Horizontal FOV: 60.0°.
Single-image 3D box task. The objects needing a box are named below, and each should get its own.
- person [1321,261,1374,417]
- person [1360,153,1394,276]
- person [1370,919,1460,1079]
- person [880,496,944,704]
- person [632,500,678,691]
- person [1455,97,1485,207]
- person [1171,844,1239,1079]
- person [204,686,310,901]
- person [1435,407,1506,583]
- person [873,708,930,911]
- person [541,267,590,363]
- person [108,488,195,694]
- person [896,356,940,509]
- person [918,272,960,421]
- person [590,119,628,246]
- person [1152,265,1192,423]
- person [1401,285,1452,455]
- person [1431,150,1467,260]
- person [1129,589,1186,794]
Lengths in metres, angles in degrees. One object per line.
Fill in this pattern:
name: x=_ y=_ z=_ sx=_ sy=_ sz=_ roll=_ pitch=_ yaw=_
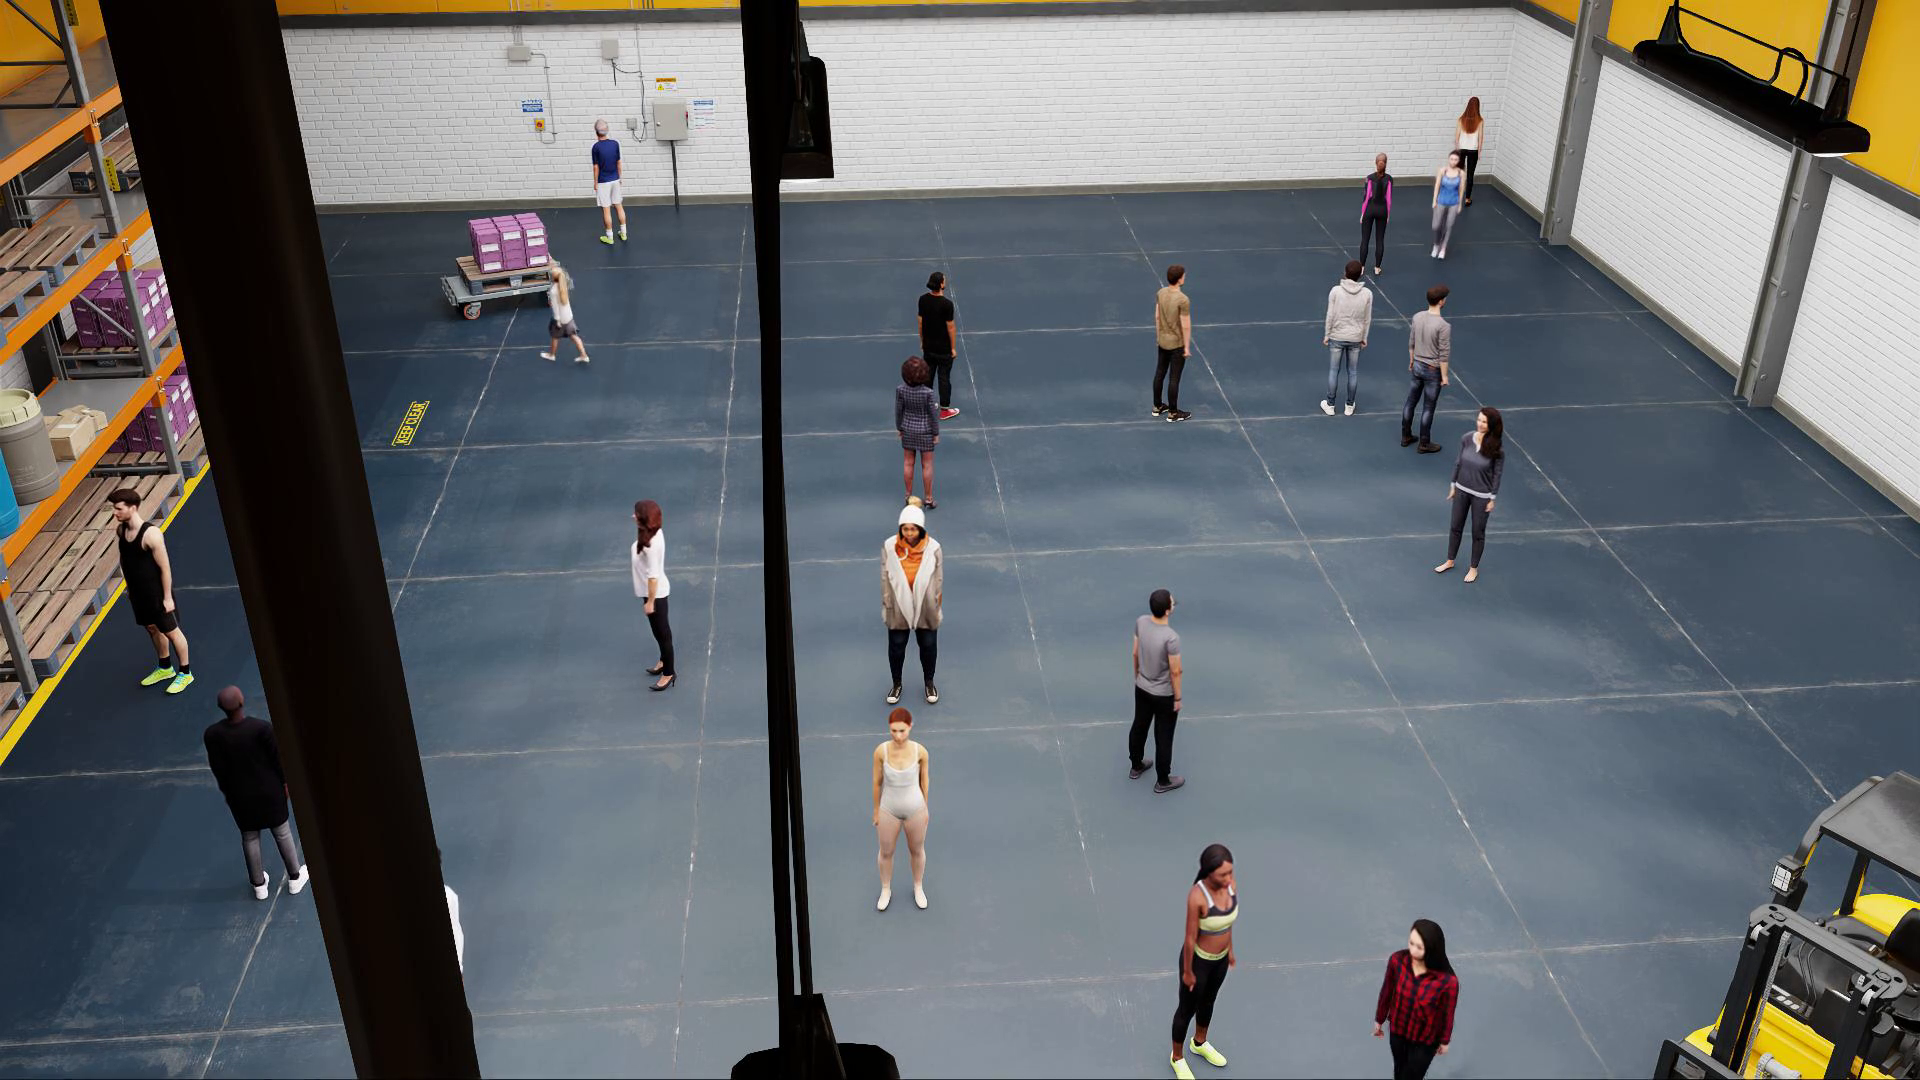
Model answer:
person: x=4.472 y=-2.342 z=19.267 sx=0.690 sy=1.853 sz=0.598 roll=1 pitch=29 yaw=1
person: x=5.880 y=-4.621 z=23.551 sx=0.584 sy=1.752 sz=0.602 roll=2 pitch=29 yaw=3
person: x=2.752 y=2.869 z=9.932 sx=0.701 sy=1.645 sz=0.763 roll=23 pitch=36 yaw=35
person: x=-0.399 y=0.504 z=14.011 sx=0.684 sy=1.890 sz=0.656 roll=-1 pitch=29 yaw=-2
person: x=-2.594 y=0.455 z=14.199 sx=0.687 sy=1.795 sz=0.489 roll=-6 pitch=29 yaw=-10
person: x=8.071 y=-6.183 z=26.446 sx=0.648 sy=1.722 sz=0.650 roll=11 pitch=31 yaw=20
person: x=1.513 y=2.595 z=10.319 sx=0.641 sy=1.754 sz=0.662 roll=-20 pitch=34 yaw=-32
person: x=-5.007 y=1.784 z=11.799 sx=0.664 sy=1.762 sz=0.586 roll=-6 pitch=29 yaw=-11
person: x=4.914 y=-0.459 z=15.904 sx=0.679 sy=1.768 sz=0.738 roll=22 pitch=35 yaw=34
person: x=-0.412 y=1.888 z=11.731 sx=0.544 sy=1.644 sz=0.470 roll=-2 pitch=29 yaw=-3
person: x=-4.891 y=-2.764 z=20.678 sx=0.854 sy=1.242 sz=0.899 roll=13 pitch=31 yaw=23
person: x=-6.904 y=0.411 z=14.180 sx=0.768 sy=1.892 sz=0.765 roll=12 pitch=31 yaw=21
person: x=-0.435 y=-1.092 z=17.135 sx=0.690 sy=1.701 sz=0.681 roll=9 pitch=30 yaw=16
person: x=-0.259 y=-2.254 z=19.204 sx=0.725 sy=1.758 sz=0.757 roll=16 pitch=33 yaw=27
person: x=-5.257 y=-5.356 z=24.809 sx=0.712 sy=1.837 sz=0.739 roll=-24 pitch=37 yaw=-37
person: x=2.432 y=-2.282 z=19.159 sx=0.813 sy=1.851 sz=0.699 roll=-19 pitch=34 yaw=-31
person: x=5.162 y=-1.892 z=18.390 sx=0.833 sy=1.904 sz=0.714 roll=-19 pitch=34 yaw=-31
person: x=7.105 y=-4.902 z=24.221 sx=0.671 sy=1.604 sz=0.700 roll=9 pitch=30 yaw=16
person: x=1.533 y=1.152 z=12.964 sx=0.765 sy=1.755 sz=0.678 roll=-23 pitch=36 yaw=-36
